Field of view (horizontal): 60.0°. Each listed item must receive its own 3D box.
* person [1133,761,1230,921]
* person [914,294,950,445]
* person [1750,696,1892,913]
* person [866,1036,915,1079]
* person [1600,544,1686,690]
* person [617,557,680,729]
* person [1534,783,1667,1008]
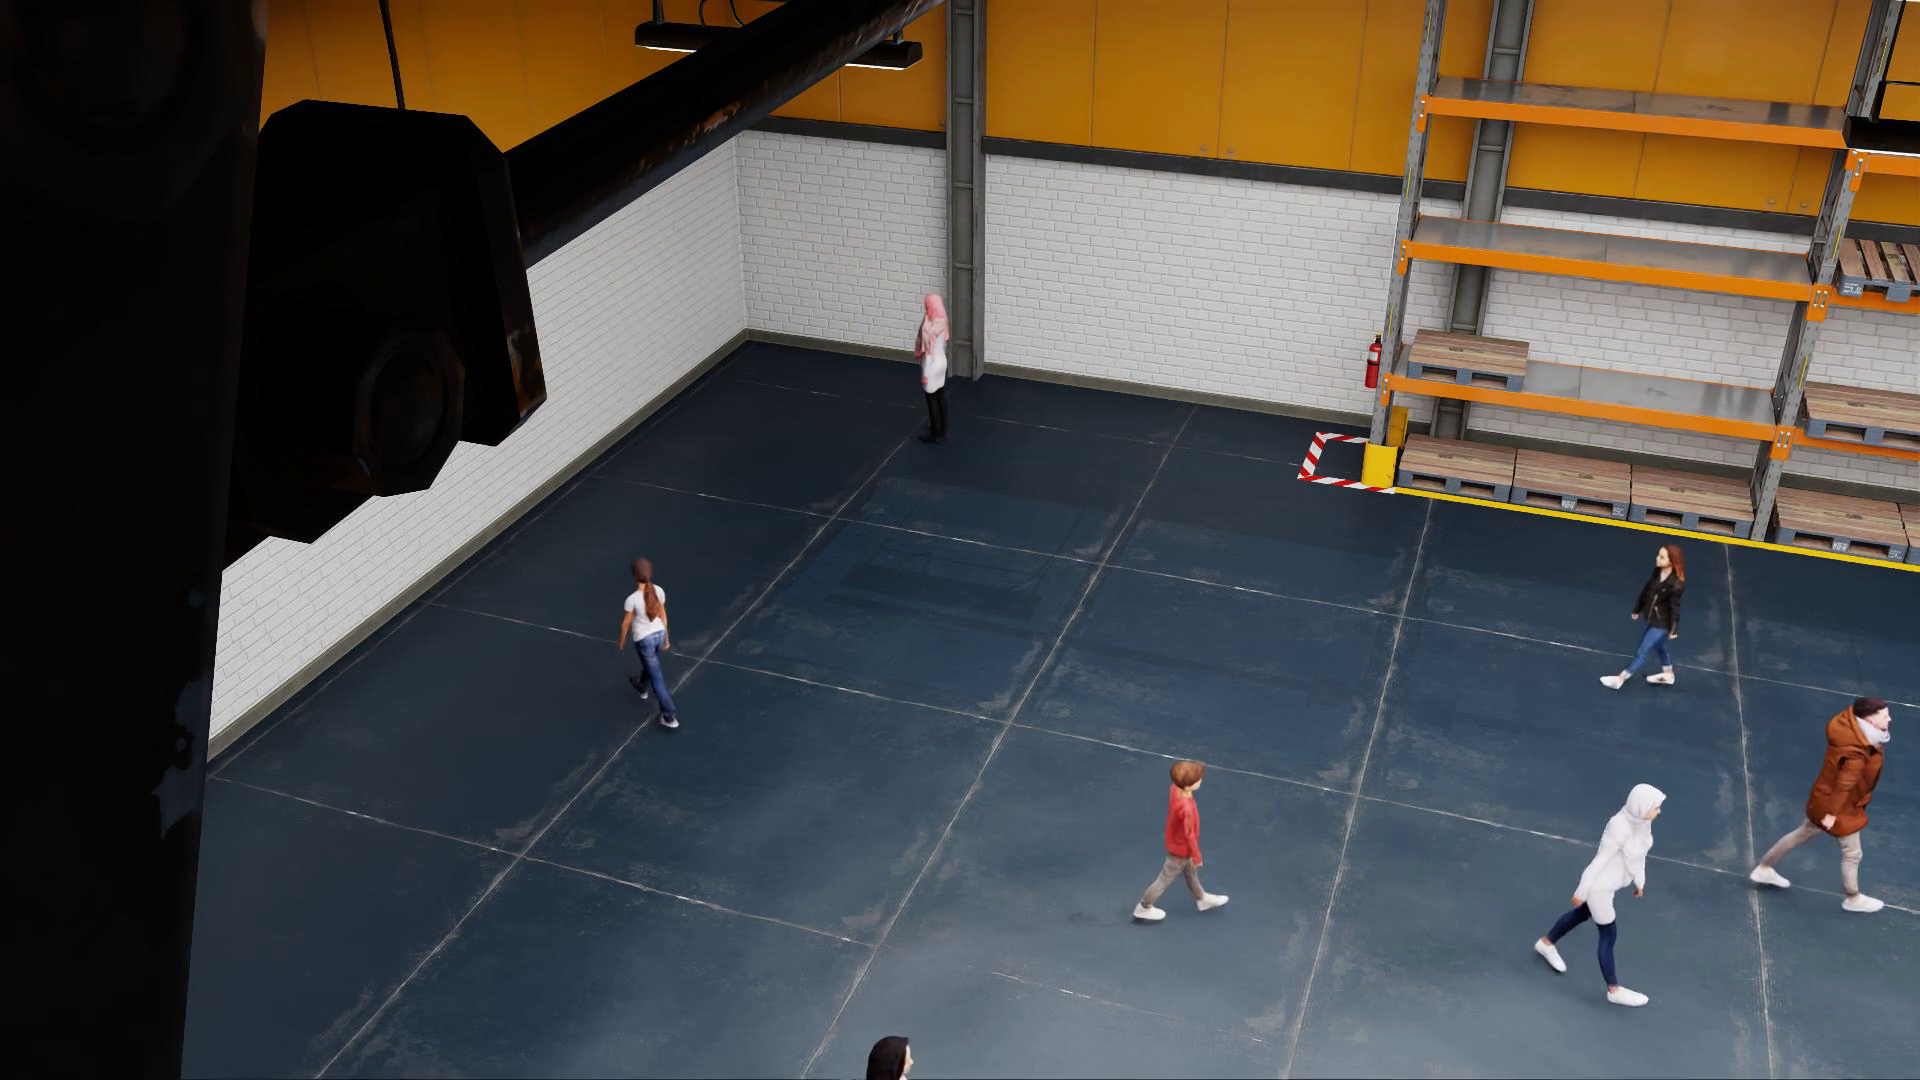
[{"bbox_3d":[1.514,2.193,11.965,1.018,1.382,0.794,-2,29,-4],"label":"person"},{"bbox_3d":[-0.295,-1.983,19.180,0.643,1.803,0.676,16,32,27],"label":"person"},{"bbox_3d":[6.270,1.899,12.071,1.150,1.796,0.795,7,29,12],"label":"person"},{"bbox_3d":[-0.479,3.438,9.293,0.784,1.755,0.755,3,29,5],"label":"person"},{"bbox_3d":[6.217,0.701,14.641,1.044,1.438,0.824,-2,29,-4],"label":"person"},{"bbox_3d":[-2.615,0.899,14.192,0.873,1.521,1.115,-24,37,-37],"label":"person"},{"bbox_3d":[4.306,2.321,11.356,0.959,1.740,1.179,-20,34,-32],"label":"person"}]
